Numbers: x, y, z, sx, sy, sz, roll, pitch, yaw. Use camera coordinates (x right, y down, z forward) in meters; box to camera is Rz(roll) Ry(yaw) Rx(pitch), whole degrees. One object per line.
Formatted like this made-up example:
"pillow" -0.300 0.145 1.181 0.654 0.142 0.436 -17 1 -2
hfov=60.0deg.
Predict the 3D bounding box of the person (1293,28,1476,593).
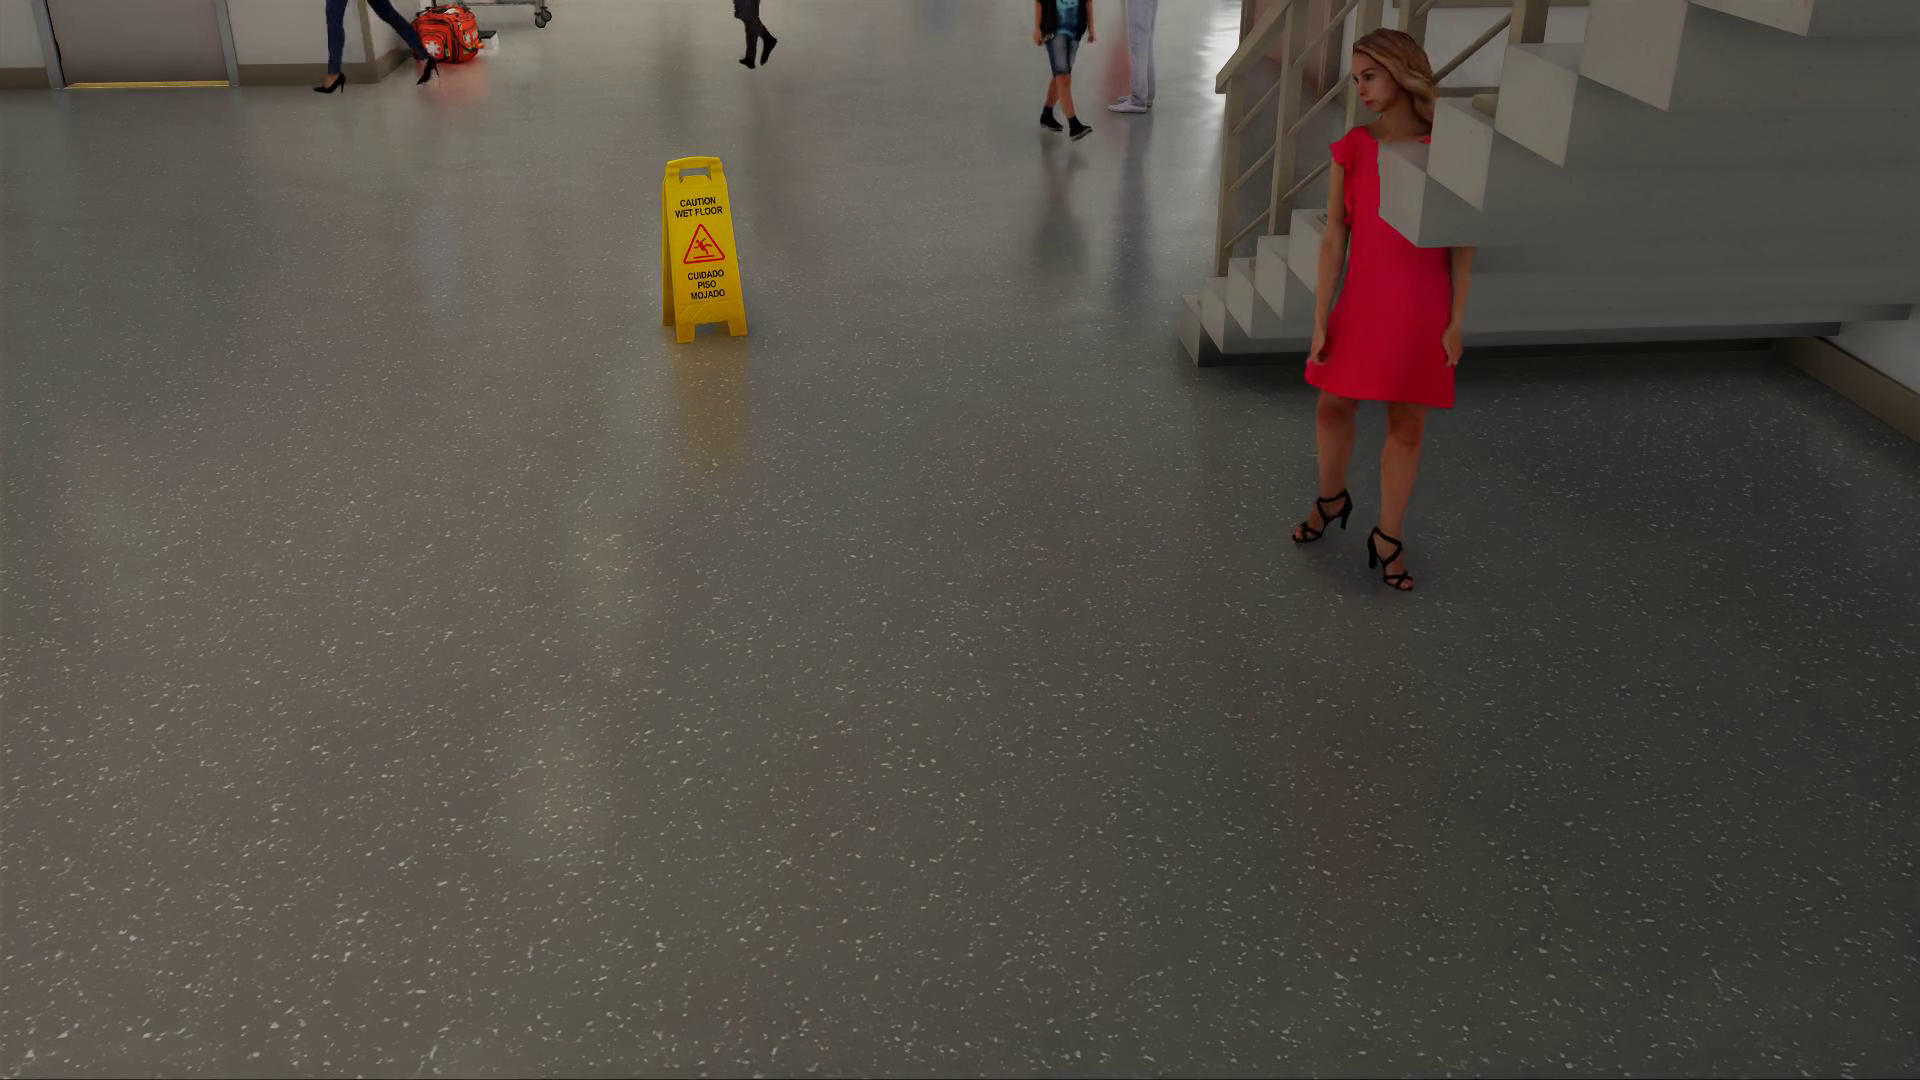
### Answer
"person" 1.339 -0.665 5.017 0.758 1.704 0.788 4 26 9

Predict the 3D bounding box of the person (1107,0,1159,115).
"person" 1.296 -3.981 11.684 0.790 1.886 0.649 8 27 16

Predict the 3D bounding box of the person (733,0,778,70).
"person" -1.622 -4.528 12.973 0.878 1.752 1.011 -18 31 -33

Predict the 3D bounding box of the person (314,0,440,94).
"person" -4.323 -4.148 12.188 0.721 1.751 1.086 -5 26 -10

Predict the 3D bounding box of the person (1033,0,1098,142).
"person" 0.650 -3.366 10.959 0.784 1.409 1.006 -14 29 -26
